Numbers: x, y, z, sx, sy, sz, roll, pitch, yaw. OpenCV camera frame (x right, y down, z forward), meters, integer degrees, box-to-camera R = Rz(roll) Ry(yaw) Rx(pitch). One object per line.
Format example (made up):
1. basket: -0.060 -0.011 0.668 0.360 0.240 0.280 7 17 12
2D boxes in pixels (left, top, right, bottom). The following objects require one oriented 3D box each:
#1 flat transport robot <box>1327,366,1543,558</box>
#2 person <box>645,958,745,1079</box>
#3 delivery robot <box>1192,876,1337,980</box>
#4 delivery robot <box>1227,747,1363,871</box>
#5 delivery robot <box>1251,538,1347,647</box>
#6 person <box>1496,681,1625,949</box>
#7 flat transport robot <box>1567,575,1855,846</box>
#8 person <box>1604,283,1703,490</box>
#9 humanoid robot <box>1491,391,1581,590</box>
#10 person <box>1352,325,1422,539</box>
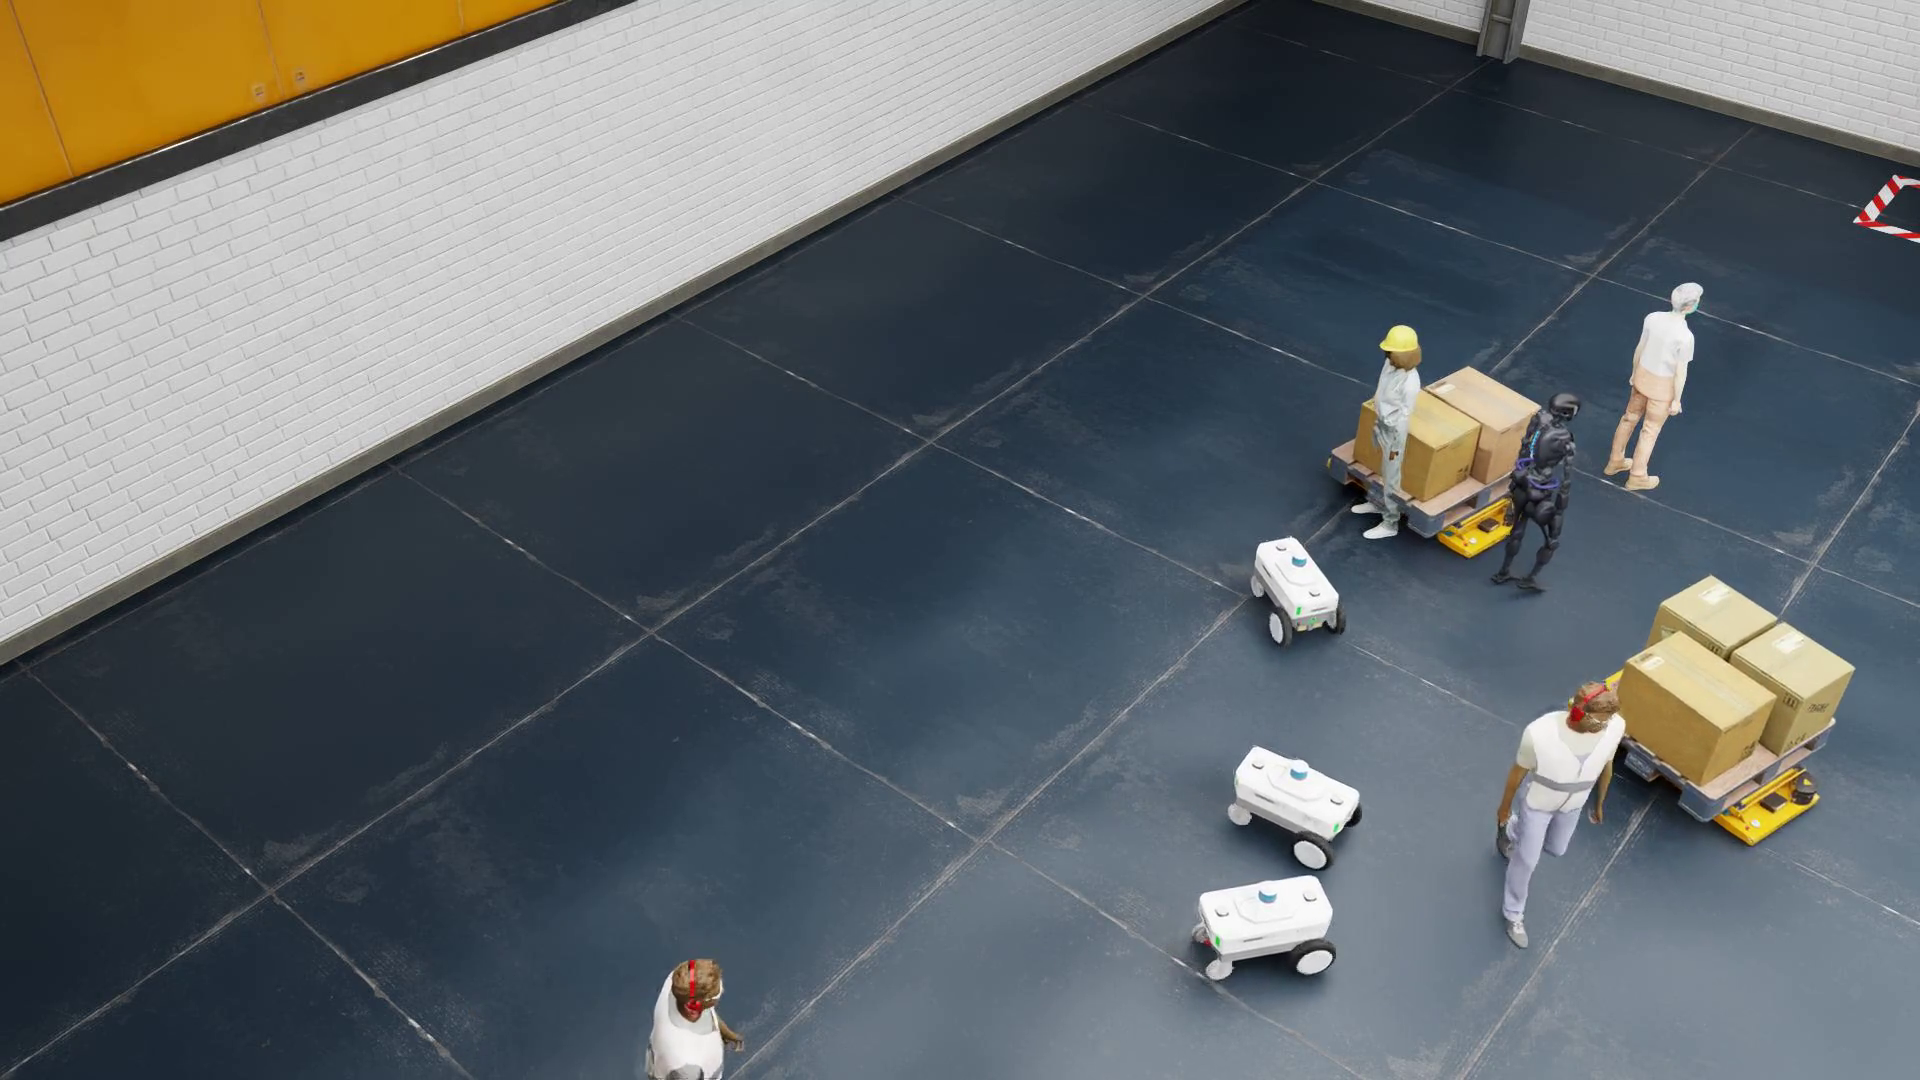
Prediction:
1. flat transport robot: 3.578 -0.397 12.779 0.659 0.231 1.431 -25 45 -28
2. person: -1.186 2.569 7.883 0.967 1.788 0.567 -10 40 -13
3. delivery robot: 1.717 2.147 9.379 0.769 0.577 0.499 -7 39 -9
4. delivery robot: 2.044 1.592 10.095 0.814 0.611 0.499 23 44 26
5. delivery robot: 2.352 0.352 11.637 0.499 0.614 0.815 -11 40 -13
6. person: 3.288 1.409 9.310 0.588 1.816 0.710 -7 39 -8
7. flat transport robot: 4.684 1.318 10.650 0.659 0.231 1.431 -22 44 -25
8. person: 5.259 -1.170 12.560 0.302 1.744 0.493 -16 42 -19
9. humanoid robot: 4.043 -0.354 11.603 0.348 1.654 0.609 -10 40 -13
10. person: 3.120 -0.799 12.113 0.344 1.733 0.482 -6 39 -7
